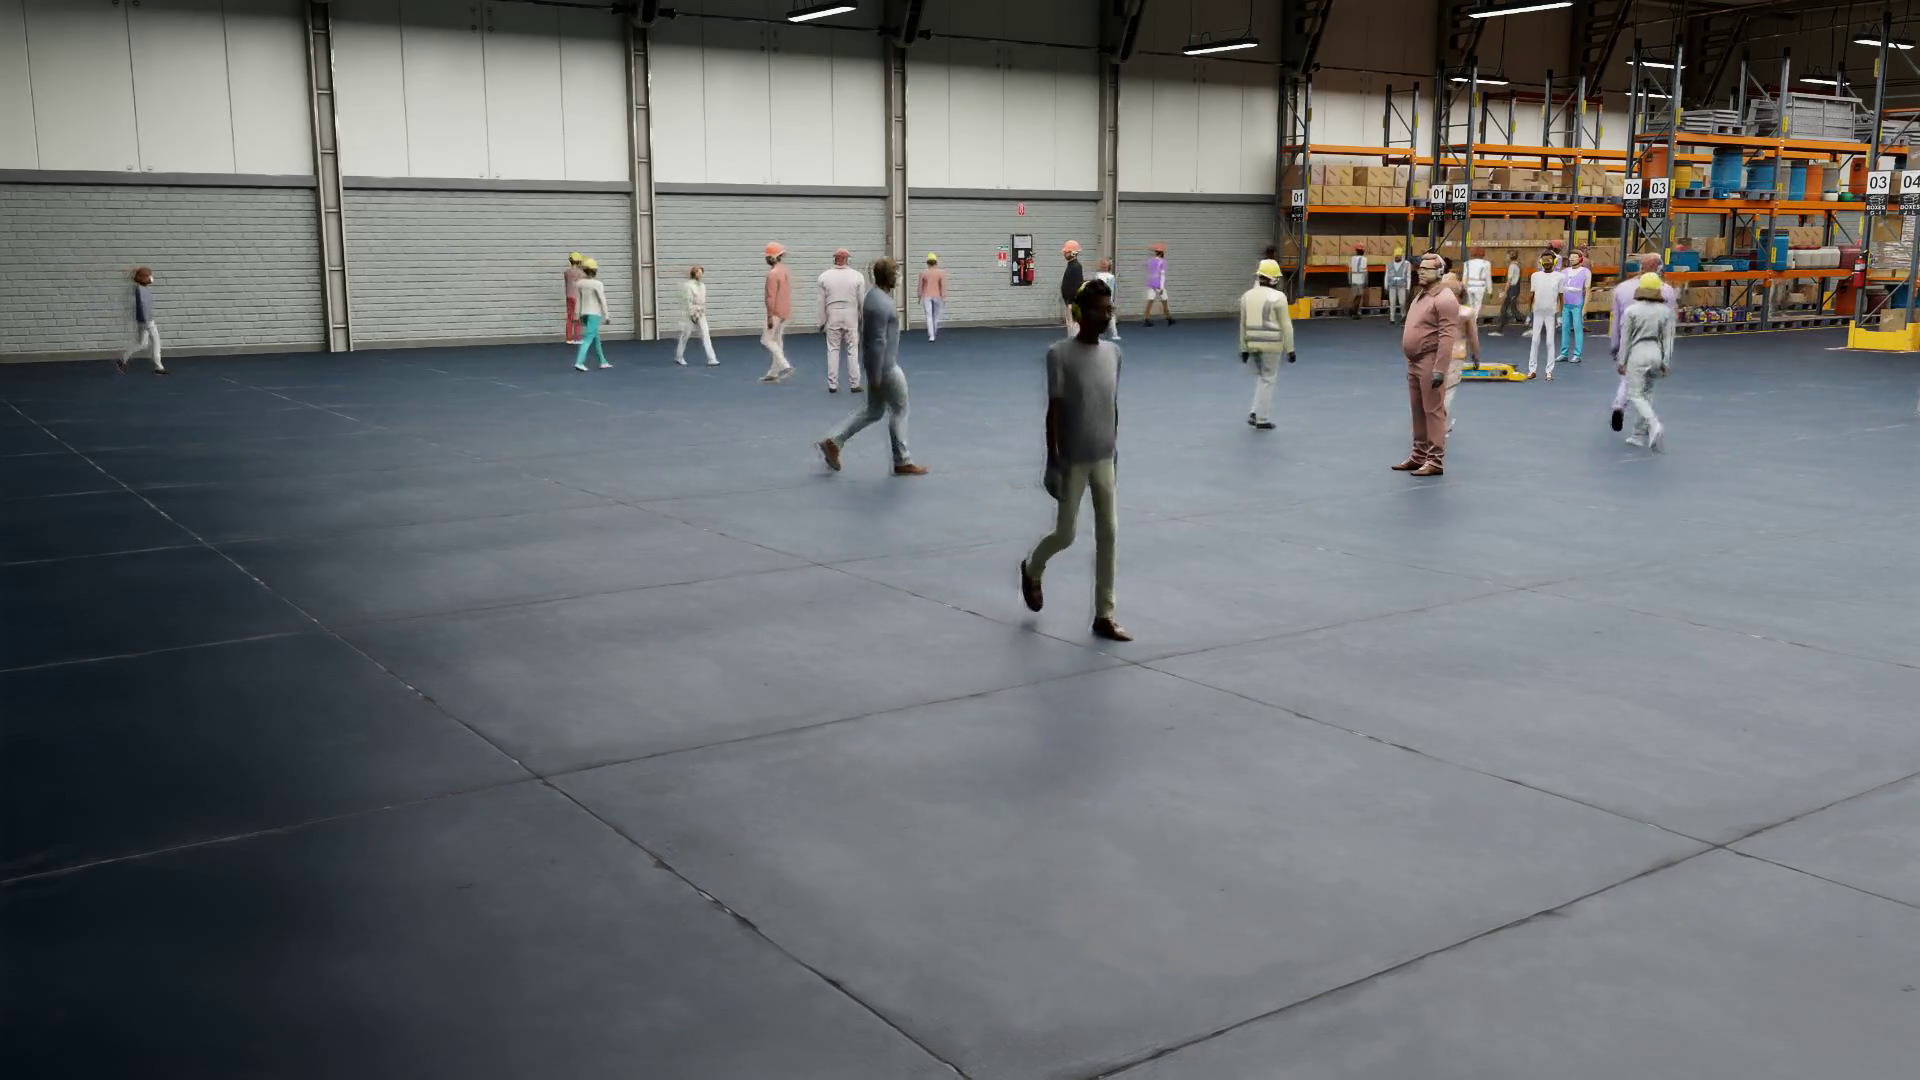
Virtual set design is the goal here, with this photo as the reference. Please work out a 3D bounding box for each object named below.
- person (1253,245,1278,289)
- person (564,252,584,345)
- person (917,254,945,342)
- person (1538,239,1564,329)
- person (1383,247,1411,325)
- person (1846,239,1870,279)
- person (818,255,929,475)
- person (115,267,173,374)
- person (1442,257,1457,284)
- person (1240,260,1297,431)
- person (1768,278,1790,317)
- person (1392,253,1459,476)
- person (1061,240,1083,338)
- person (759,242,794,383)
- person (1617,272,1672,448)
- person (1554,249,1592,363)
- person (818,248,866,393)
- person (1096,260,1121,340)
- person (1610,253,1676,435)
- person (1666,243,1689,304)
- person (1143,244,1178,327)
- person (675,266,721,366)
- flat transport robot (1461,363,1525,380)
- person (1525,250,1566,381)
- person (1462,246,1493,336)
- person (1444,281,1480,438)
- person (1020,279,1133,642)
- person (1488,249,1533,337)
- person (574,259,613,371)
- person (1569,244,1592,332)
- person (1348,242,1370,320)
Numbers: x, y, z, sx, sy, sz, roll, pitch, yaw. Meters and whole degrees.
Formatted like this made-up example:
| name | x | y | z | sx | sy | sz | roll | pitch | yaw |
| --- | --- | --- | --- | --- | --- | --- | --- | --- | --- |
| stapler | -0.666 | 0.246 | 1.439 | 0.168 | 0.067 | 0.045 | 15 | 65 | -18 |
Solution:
| name | x | y | z | sx | sy | sz | roll | pitch | yaw |
| --- | --- | --- | --- | --- | --- | --- | --- | --- | --- |
| person | 6.236 | -4.985 | 33.561 | 0.687 | 1.881 | 0.579 | -1 | 10 | -4 |
| person | -7.332 | -4.604 | 31.775 | 0.522 | 1.763 | 0.334 | 8 | 13 | 36 |
| person | -0.565 | -4.767 | 32.773 | 0.535 | 1.720 | 0.893 | -2 | 10 | -8 |
| person | 13.057 | -5.653 | 36.862 | 0.525 | 2.001 | 0.769 | -6 | 12 | -30 |
| person | 10.174 | -5.898 | 38.722 | 0.613 | 1.818 | 0.444 | 5 | 11 | 23 |
| person | 24.563 | -7.222 | 45.470 | 0.615 | 2.010 | 1.020 | 5 | 12 | 27 |
| person | -0.748 | -1.488 | 14.299 | 0.866 | 1.906 | 0.629 | -2 | 10 | -9 |
| person | -12.193 | -3.252 | 24.745 | 0.691 | 1.613 | 0.497 | -2 | 11 | -11 |
| person | 9.206 | -4.515 | 31.516 | 0.700 | 1.675 | 0.540 | -3 | 11 | -14 |
| person | 3.269 | -2.052 | 17.633 | 0.466 | 1.819 | 0.601 | -6 | 12 | -31 |
| person | 20.078 | -6.331 | 40.813 | 0.591 | 1.911 | 0.668 | 10 | 14 | 44 |
| person | 4.032 | -1.514 | 14.415 | 0.409 | 1.913 | 0.646 | -2 | 10 | -10 |
| person | 1.842 | -3.939 | 27.474 | 0.375 | 1.997 | 0.609 | -2 | 10 | -9 |
| person | -2.602 | -3.187 | 23.372 | 0.499 | 1.987 | 0.637 | 3 | 11 | 17 |
| person | 6.711 | -1.745 | 16.211 | 0.485 | 1.717 | 0.725 | -2 | 10 | -9 |
| person | 10.063 | -3.831 | 27.280 | 0.384 | 1.849 | 0.569 | -7 | 12 | -32 |
| person | -1.550 | -2.902 | 22.040 | 0.651 | 1.904 | 0.403 | 1 | 10 | 4 |
| person | 2.862 | -4.768 | 33.078 | 0.510 | 1.604 | 0.830 | 10 | 14 | 43 |
| person | 7.040 | -2.010 | 17.171 | 0.489 | 1.893 | 0.669 | -10 | 14 | -42 |
| person | 16.365 | -5.795 | 37.900 | 0.827 | 1.914 | 0.553 | -8 | 13 | -36 |
| person | 4.593 | -5.844 | 38.215 | 0.985 | 1.883 | 0.549 | -9 | 14 | -40 |
| person | -4.255 | -3.586 | 26.659 | 0.875 | 1.598 | 0.509 | 7 | 12 | 34 |
| flat transport robot | 7.334 | -2.429 | 23.927 | 1.431 | 0.197 | 0.652 | 1 | 10 | 7 |
| person | 8.410 | -3.228 | 23.925 | 0.513 | 1.872 | 0.328 | 6 | 12 | 29 |
| person | 10.846 | -5.201 | 34.751 | 0.741 | 1.858 | 0.594 | -10 | 14 | -44 |
| person | 5.087 | -1.858 | 17.136 | 0.548 | 1.594 | 0.830 | 8 | 13 | 38 |
| person | 0.611 | -0.430 | 8.652 | 0.521 | 1.853 | 0.775 | -6 | 12 | -30 |
| person | 11.383 | -5.058 | 34.137 | 0.887 | 1.817 | 0.531 | 5 | 11 | 24 |
| person | -5.698 | -3.467 | 25.655 | 0.535 | 1.725 | 0.908 | 7 | 12 | 33 |
| person | 13.500 | -5.469 | 36.112 | 0.409 | 1.909 | 0.639 | -3 | 11 | -13 |
| person | 9.938 | -6.436 | 41.361 | 0.419 | 1.919 | 0.561 | -5 | 11 | -23 |
